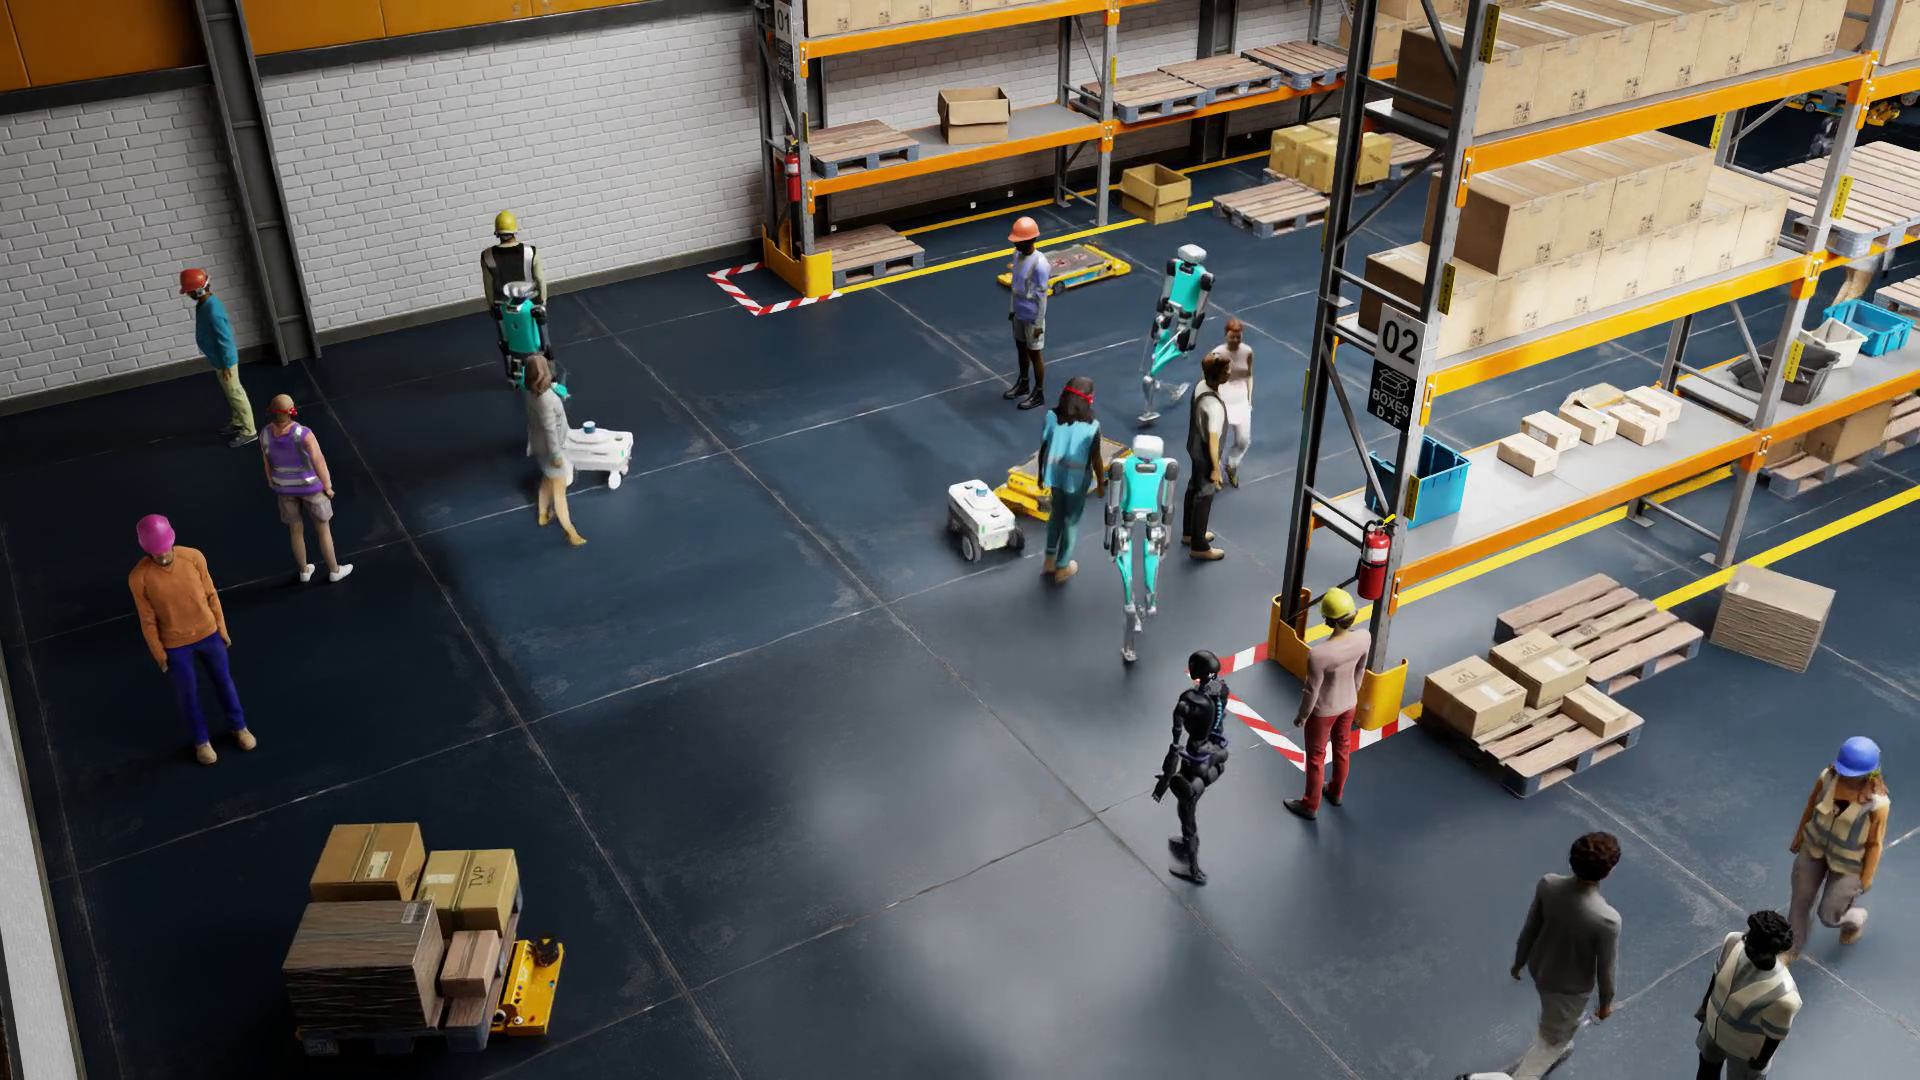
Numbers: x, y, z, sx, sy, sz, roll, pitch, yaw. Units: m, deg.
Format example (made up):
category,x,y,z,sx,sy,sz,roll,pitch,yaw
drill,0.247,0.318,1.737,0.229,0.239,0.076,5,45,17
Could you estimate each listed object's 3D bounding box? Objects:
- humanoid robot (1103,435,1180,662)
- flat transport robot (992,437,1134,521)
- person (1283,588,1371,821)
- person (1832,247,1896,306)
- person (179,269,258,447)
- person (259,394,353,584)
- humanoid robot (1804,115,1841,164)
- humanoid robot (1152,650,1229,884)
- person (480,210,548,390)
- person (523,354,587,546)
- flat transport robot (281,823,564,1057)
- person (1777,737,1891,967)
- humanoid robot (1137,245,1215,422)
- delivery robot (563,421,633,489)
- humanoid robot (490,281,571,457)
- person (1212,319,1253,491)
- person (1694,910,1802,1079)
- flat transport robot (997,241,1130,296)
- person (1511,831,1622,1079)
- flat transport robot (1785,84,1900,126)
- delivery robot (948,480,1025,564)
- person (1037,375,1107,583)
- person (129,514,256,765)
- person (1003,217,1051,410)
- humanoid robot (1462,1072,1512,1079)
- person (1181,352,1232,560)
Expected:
category,x,y,z,sx,sy,sz,roll,pitch,yaw
humanoid robot,1.375,0.127,12.523,0.554,1.778,0.896,-2,32,-4
flat transport robot,0.966,-0.618,15.069,0.659,0.231,1.431,22,38,31
person,2.424,1.078,10.961,0.521,1.762,0.317,-19,37,-27
person,9.459,-2.938,17.384,0.509,1.736,0.564,-14,35,-21
person,-6.881,-1.702,15.411,0.350,1.739,0.561,-19,37,-27
person,-5.299,-0.401,13.380,0.493,1.693,0.349,1,32,2
humanoid robot,9.954,-4.137,19.361,0.456,1.641,0.609,-5,32,-8
humanoid robot,1.489,1.423,10.492,0.400,1.645,0.596,27,41,35
person,-4.354,-2.356,16.369,0.587,1.834,0.403,-7,33,-11
person,-3.428,-0.746,13.987,0.339,1.644,0.704,-14,35,-21
flat transport robot,-3.130,2.649,9.859,1.431,0.231,0.659,-1,32,-2
person,5.170,1.833,9.757,0.584,1.752,0.497,-17,36,-25
humanoid robot,1.928,-1.890,15.726,1.050,1.702,0.554,-26,41,-35
delivery robot,-3.361,-0.785,15.075,0.775,0.604,0.507,3,32,4
humanoid robot,-3.840,-1.588,15.242,0.540,1.809,0.670,9,33,14
person,2.361,-1.174,14.656,0.459,1.646,0.397,-3,32,-5
person,4.036,2.569,8.644,0.320,1.692,0.532,-8,33,-13
flat transport robot,1.190,-3.086,19.005,1.431,0.231,0.659,-20,37,-29
person,3.194,2.331,8.874,0.904,1.862,0.543,-22,38,-31
flat transport robot,12.800,-6.322,24.166,1.431,0.231,0.659,27,41,36
delivery robot,0.195,-0.181,14.110,0.499,0.601,0.775,-14,35,-21
person,0.890,-0.471,13.343,0.537,1.853,0.454,17,36,25
person,-5.305,0.663,11.428,0.516,1.974,0.398,-24,39,-33
person,0.631,-2.189,16.017,0.383,1.929,0.543,-17,36,-25
humanoid robot,2.048,3.164,7.701,0.888,1.825,0.559,-4,32,-6
person,2.044,-0.701,13.719,0.346,1.846,0.507,-4,32,-7
